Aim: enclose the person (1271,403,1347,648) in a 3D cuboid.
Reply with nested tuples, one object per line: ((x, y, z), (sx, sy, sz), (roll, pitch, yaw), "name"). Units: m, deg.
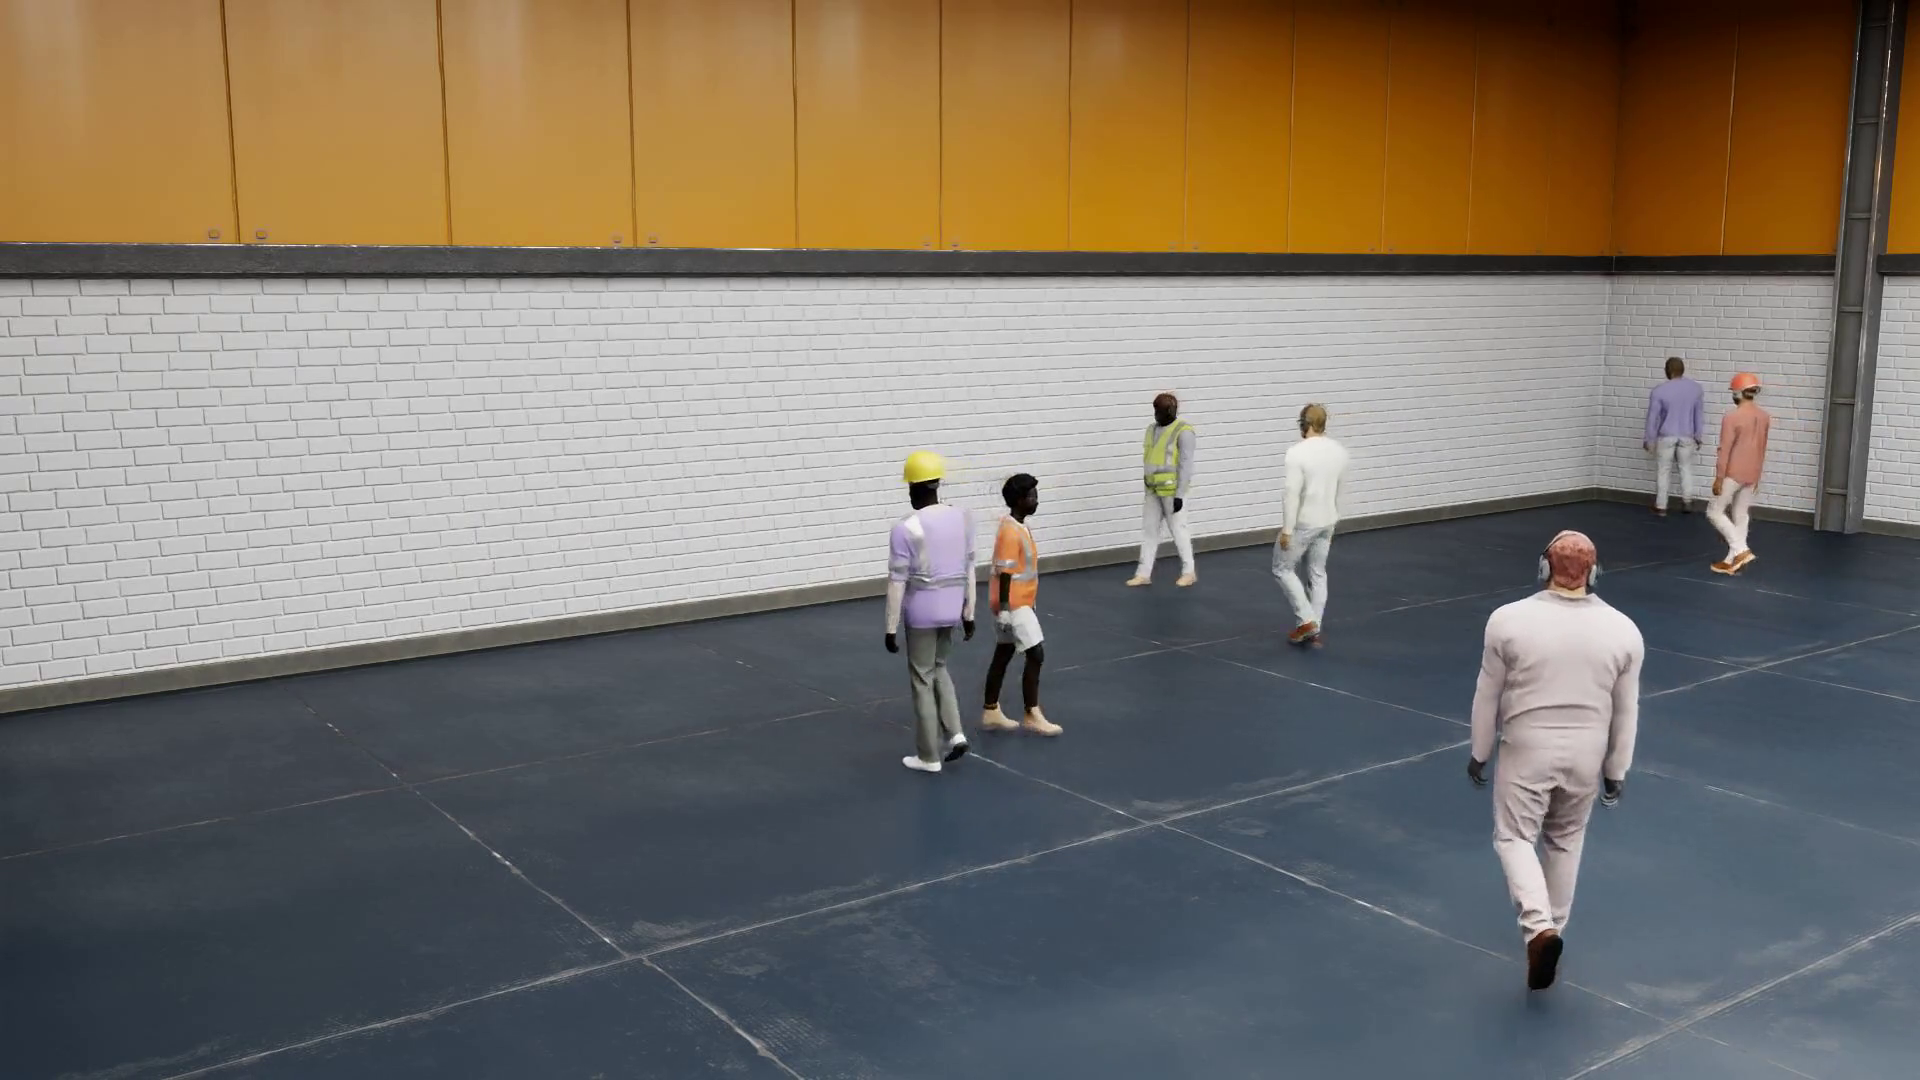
((2.720, -0.106, 12.989), (0.662, 1.927, 0.436), (-7, 11, -35), "person")

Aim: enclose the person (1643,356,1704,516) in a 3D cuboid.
((8.536, -1.233, 19.923), (0.685, 1.928, 0.440), (0, 9, -1), "person")

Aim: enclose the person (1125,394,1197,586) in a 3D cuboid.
((1.907, -0.455, 15.554), (0.696, 1.827, 0.649), (-7, 11, -36), "person")

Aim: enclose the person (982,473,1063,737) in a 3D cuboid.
((0.430, 0.410, 10.545), (0.663, 1.671, 0.556), (1, 9, 7), "person")

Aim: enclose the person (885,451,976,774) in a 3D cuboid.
((-0.189, 0.427, 9.754), (0.607, 1.908, 0.420), (-7, 12, -39), "person")

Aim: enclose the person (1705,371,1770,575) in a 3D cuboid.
((7.513, -0.627, 16.020), (0.650, 1.982, 0.459), (-5, 10, -26), "person")

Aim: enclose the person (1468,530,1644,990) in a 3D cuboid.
((2.474, 0.902, 6.916), (0.651, 1.881, 0.775), (1, 9, 5), "person")
